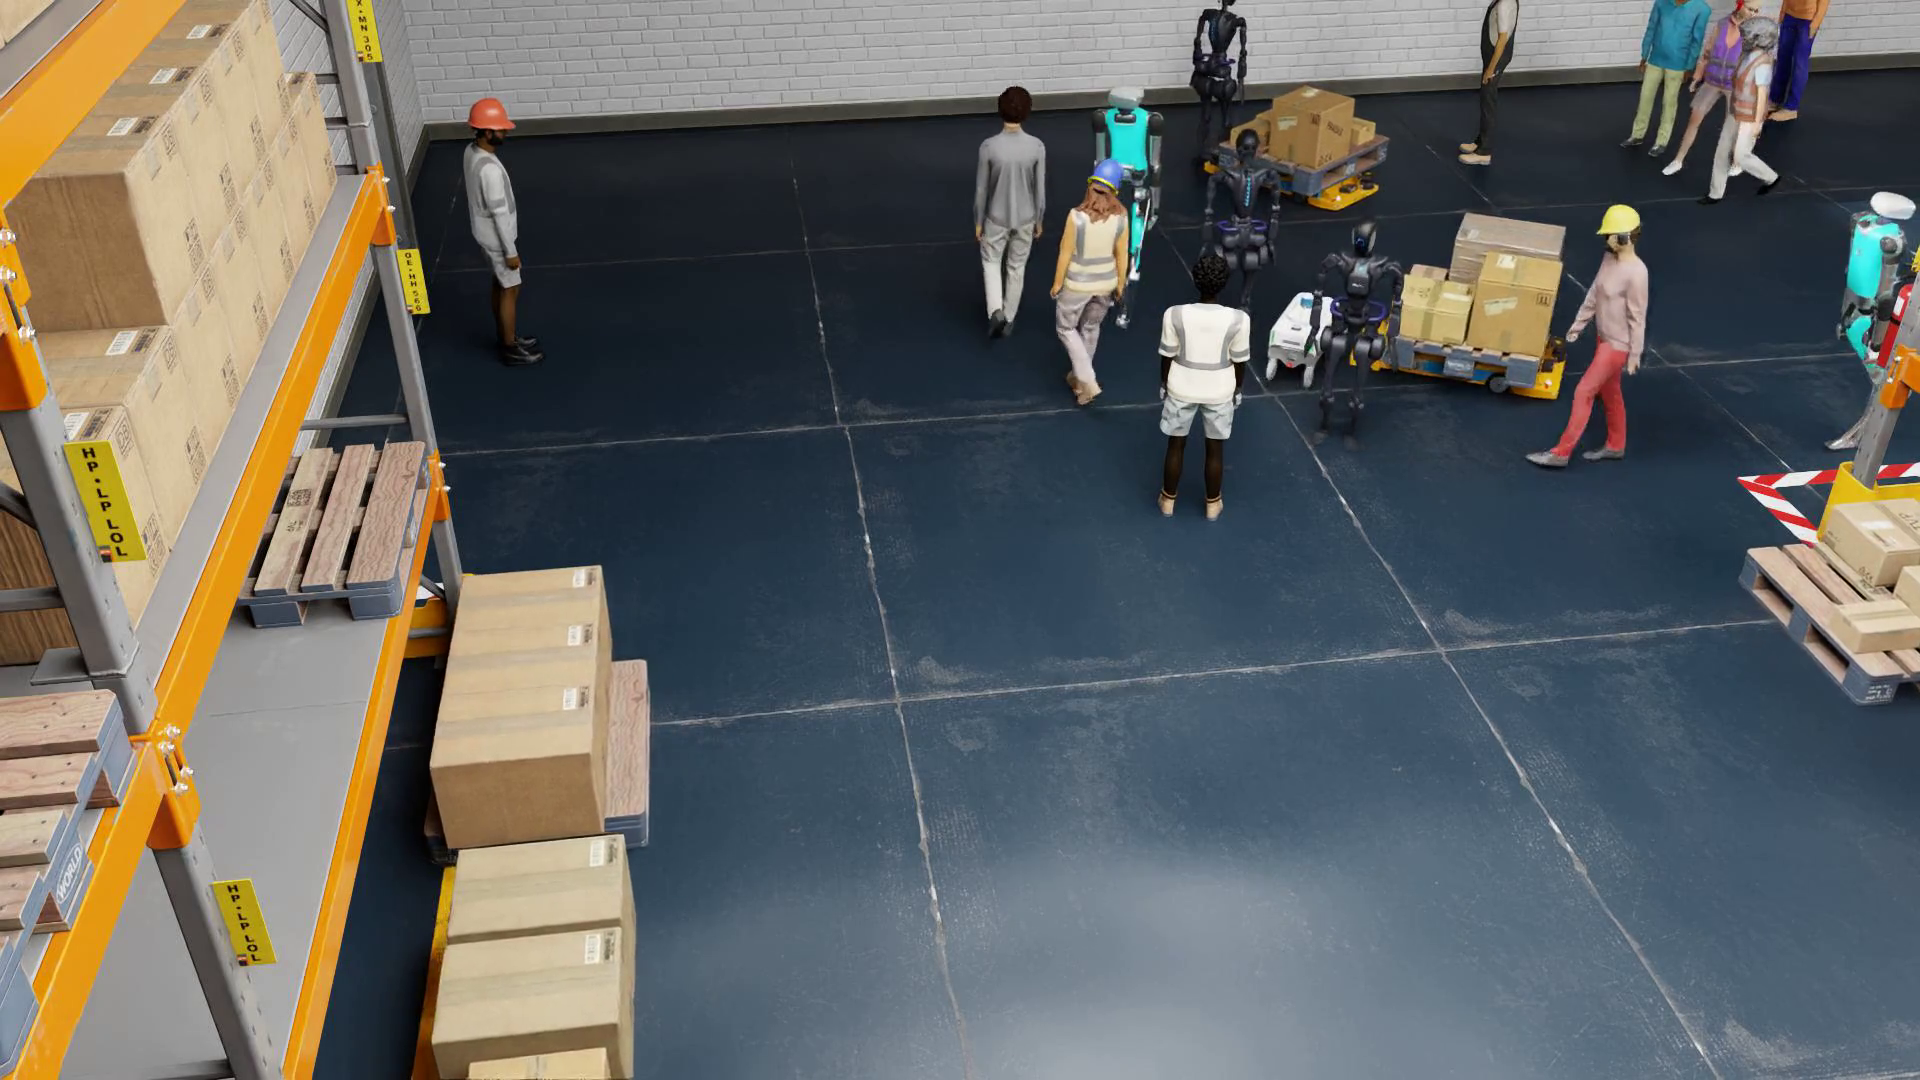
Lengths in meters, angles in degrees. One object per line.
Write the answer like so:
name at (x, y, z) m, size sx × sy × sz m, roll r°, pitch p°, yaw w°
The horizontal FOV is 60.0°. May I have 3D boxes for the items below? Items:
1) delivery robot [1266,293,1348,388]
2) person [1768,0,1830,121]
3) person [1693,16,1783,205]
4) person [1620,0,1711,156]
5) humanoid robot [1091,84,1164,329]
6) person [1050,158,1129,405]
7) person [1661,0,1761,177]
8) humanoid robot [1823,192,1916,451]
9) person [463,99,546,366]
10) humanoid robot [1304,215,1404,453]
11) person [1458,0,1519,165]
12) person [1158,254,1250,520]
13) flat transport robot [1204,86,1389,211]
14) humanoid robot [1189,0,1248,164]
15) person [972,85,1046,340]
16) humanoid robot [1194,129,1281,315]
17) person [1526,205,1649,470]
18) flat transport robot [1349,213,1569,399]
delivery robot at (2.454, -1.475, 11.849) m, size 0.499 × 0.592 × 0.783 m, roll 15°, pitch 36°, yaw 21°
person at (8.130, -5.074, 16.077) m, size 0.404 × 1.972 × 0.515 m, roll -11°, pitch 35°, yaw -16°
person at (6.764, -3.624, 14.138) m, size 0.633 × 1.660 × 0.447 m, roll -4°, pitch 33°, yaw -6°
person at (6.497, -4.416, 15.272) m, size 0.341 × 1.742 × 0.570 m, roll -24°, pitch 40°, yaw -32°
humanoid robot at (1.168, -2.382, 12.177) m, size 0.560 × 1.804 × 0.766 m, roll 11°, pitch 35°, yaw 16°
person at (0.864, -1.702, 11.101) m, size 0.505 × 1.737 × 0.594 m, roll -9°, pitch 34°, yaw -13°
person at (6.800, -4.041, 14.769) m, size 0.579 × 1.667 × 0.573 m, roll -28°, pitch 42°, yaw -36°
humanoid robot at (5.919, -1.306, 10.583) m, size 0.792 × 1.868 × 0.545 m, roll 0°, pitch 33°, yaw 0°
person at (-3.194, -2.131, 11.609) m, size 0.387 × 1.924 × 0.547 m, roll -16°, pitch 36°, yaw -23°
humanoid robot at (2.508, -1.309, 10.588) m, size 0.616 × 1.649 × 0.353 m, roll 11°, pitch 35°, yaw 16°
person at (4.815, -4.327, 15.041) m, size 0.326 × 1.843 × 0.511 m, roll 10°, pitch 34°, yaw 15°
person at (1.434, -0.890, 9.917) m, size 0.535 × 1.692 × 0.319 m, roll 5°, pitch 33°, yaw 7°
flat transport robot at (2.960, -3.287, 14.890) m, size 1.431 × 0.231 × 0.659 m, roll 28°, pitch 42°, yaw 36°
humanoid robot at (2.311, -4.181, 14.980) m, size 0.609 × 1.653 × 0.323 m, roll 27°, pitch 42°, yaw 35°
person at (0.354, -2.288, 11.888) m, size 0.532 × 1.882 × 0.545 m, roll -1°, pitch 33°, yaw -2°
humanoid robot at (1.966, -2.093, 11.771) m, size 0.587 × 1.648 × 0.323 m, roll -3°, pitch 33°, yaw -5°
person at (3.983, -1.250, 10.429) m, size 0.773 × 1.721 × 0.547 m, roll 1°, pitch 33°, yaw 2°
flat transport robot at (3.573, -1.339, 11.904) m, size 1.431 × 0.231 × 0.659 m, roll 12°, pitch 35°, yaw 18°
